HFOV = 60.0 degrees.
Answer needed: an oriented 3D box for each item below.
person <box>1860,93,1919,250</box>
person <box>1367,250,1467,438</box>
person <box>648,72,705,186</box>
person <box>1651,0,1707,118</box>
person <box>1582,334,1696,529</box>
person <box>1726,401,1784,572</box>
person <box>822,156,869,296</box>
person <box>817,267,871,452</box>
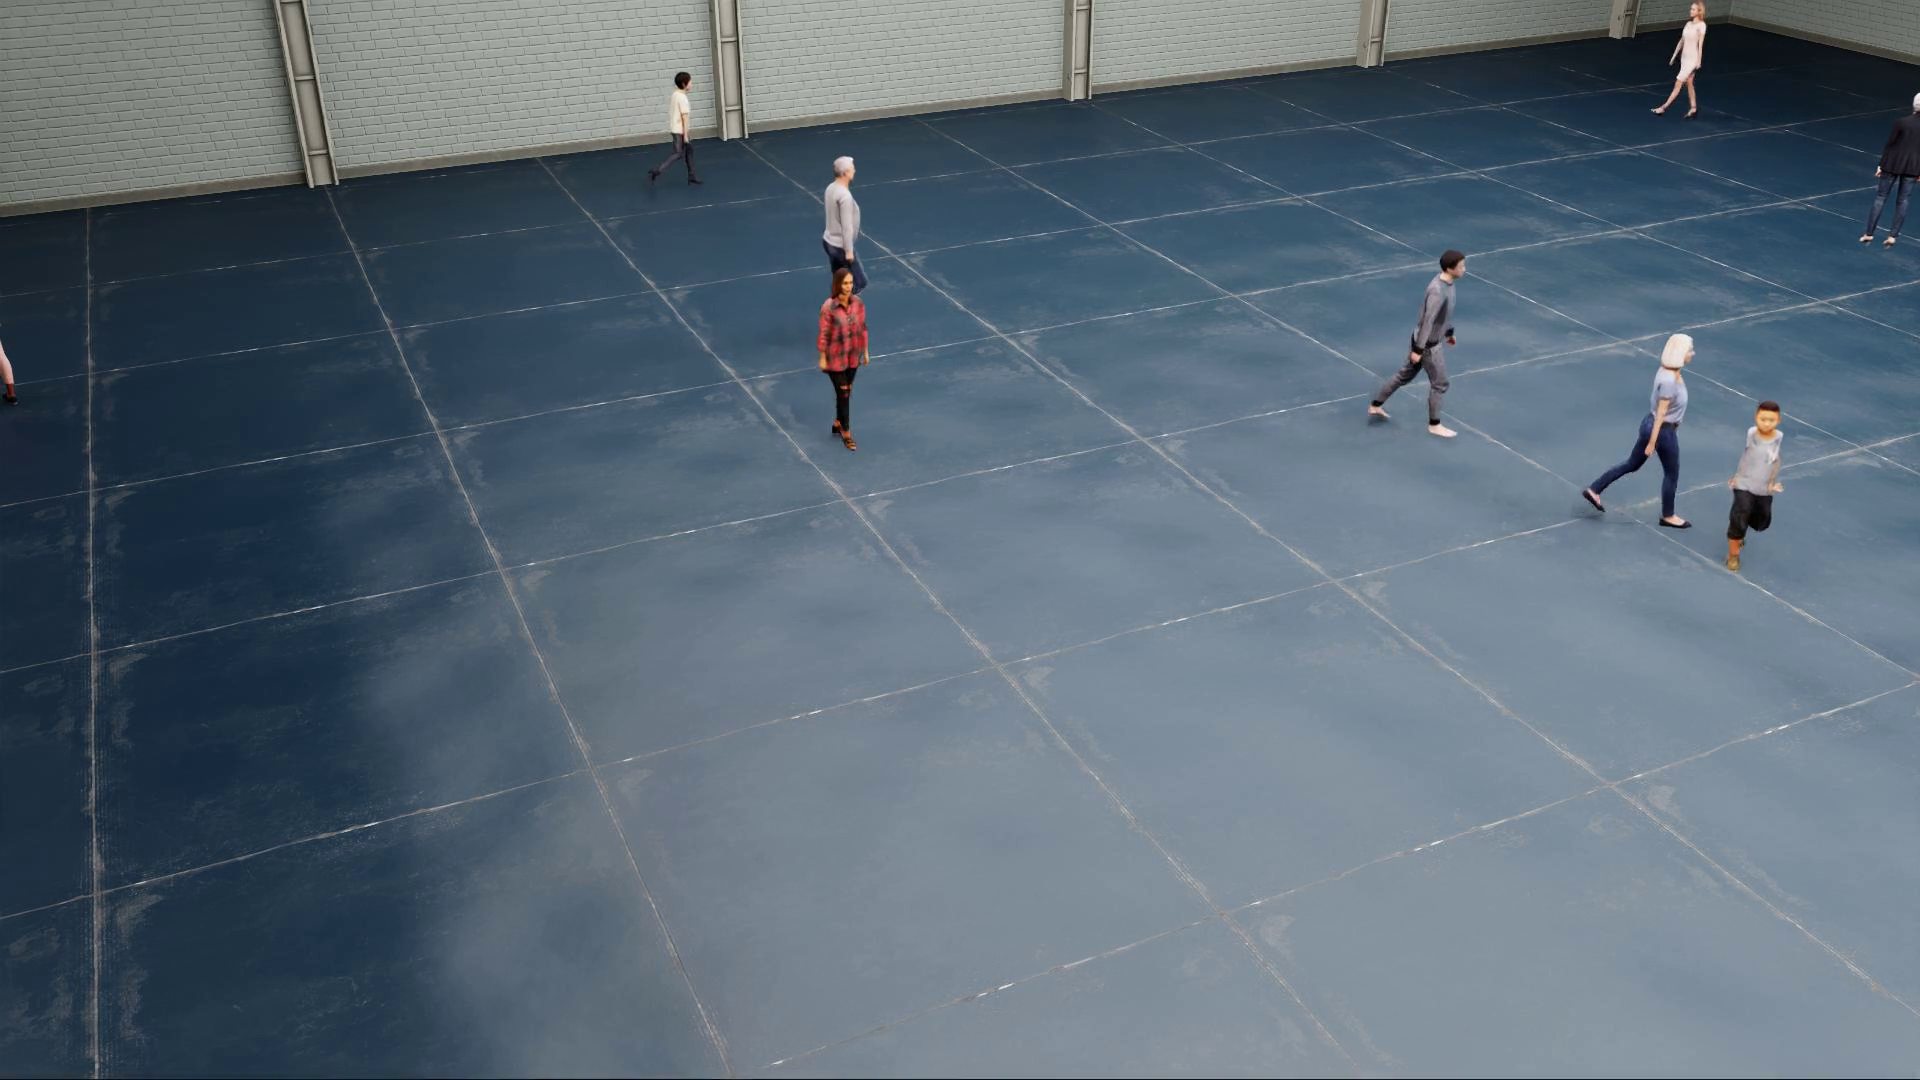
[{"bbox_3d":[10.503,-4.161,18.615,0.822,1.782,0.788,10,30,19],"label":"person"},{"bbox_3d":[4.265,-1.839,15.459,1.203,1.789,1.117,5,28,9],"label":"person"},{"bbox_3d":[-3.904,-5.553,22.691,0.997,1.545,0.611,-11,30,-20],"label":"person"},{"bbox_3d":[11.502,-7.478,26.045,1.139,1.791,0.784,-6,29,-10],"label":"person"},{"bbox_3d":[5.706,-0.909,13.823,1.139,1.685,1.037,8,29,14],"label":"person"},{"bbox_3d":[6.357,-0.506,13.325,0.839,1.441,0.876,6,29,12],"label":"person"},{"bbox_3d":[-1.336,-3.133,17.770,0.634,1.899,0.743,-11,30,-20],"label":"person"},{"bbox_3d":[-1.126,-1.708,15.326,0.776,1.683,0.783,-19,34,-32],"label":"person"}]
